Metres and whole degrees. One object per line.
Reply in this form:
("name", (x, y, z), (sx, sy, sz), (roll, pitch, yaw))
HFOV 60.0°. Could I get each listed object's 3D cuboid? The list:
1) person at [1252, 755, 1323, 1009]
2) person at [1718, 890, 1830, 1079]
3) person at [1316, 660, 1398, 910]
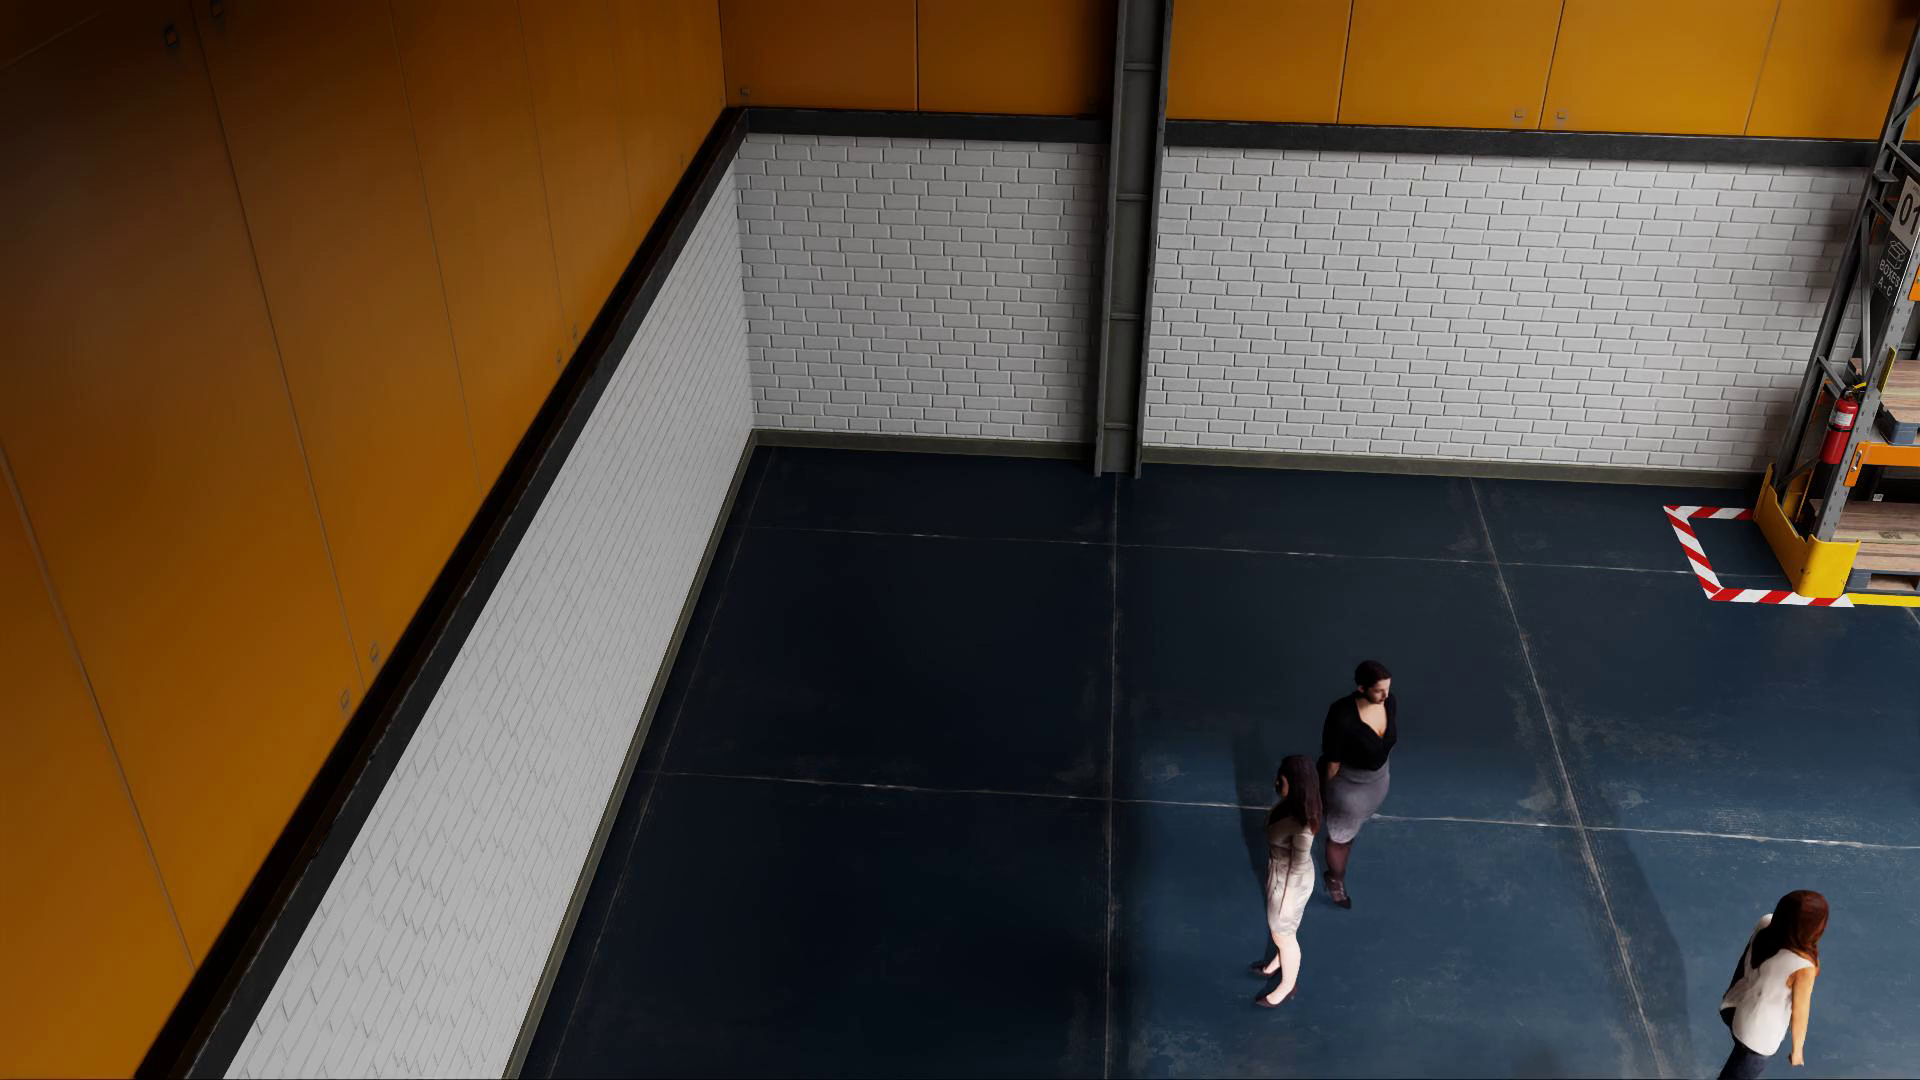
("person", (1.785, 1.842, 9.021), (0.501, 1.745, 0.576), (2, 34, 3))
("person", (3.824, 2.381, 8.183), (0.645, 1.774, 0.650), (-2, 34, -3))
("person", (2.224, 1.358, 9.755), (1.002, 1.738, 1.016), (-19, 38, -26))
